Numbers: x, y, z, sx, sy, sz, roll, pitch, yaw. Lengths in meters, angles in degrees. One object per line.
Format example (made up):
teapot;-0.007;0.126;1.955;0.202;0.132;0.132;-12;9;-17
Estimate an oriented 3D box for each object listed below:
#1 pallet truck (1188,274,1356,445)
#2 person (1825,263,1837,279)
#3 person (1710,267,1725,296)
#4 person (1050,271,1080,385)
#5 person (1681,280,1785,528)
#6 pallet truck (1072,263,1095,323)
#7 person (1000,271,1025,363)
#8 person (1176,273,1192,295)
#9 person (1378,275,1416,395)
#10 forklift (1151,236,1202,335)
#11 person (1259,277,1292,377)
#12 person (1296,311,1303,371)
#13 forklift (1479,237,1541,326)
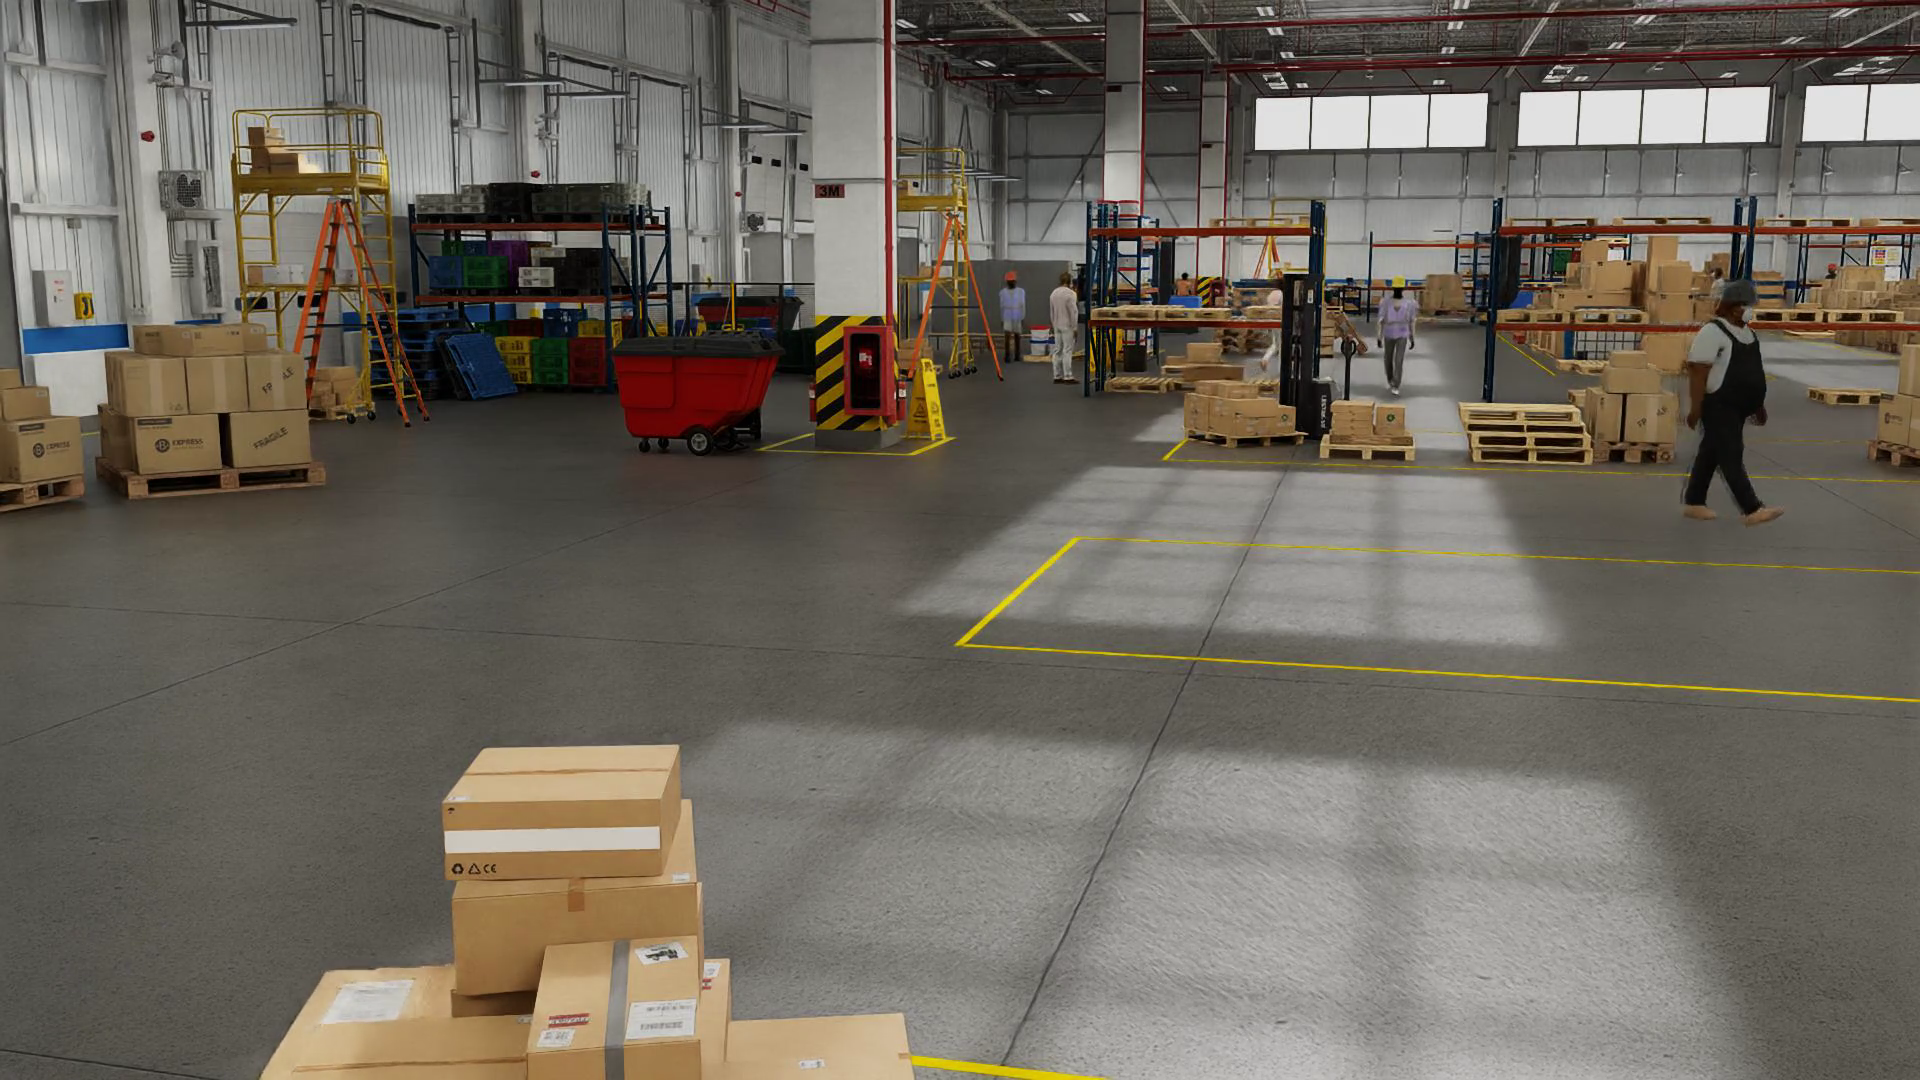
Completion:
pallet truck;3.653;-2.138;19.590;1.885;1.965;0.823;-4;10;-20
person;27.655;-7.786;52.848;0.381;1.994;0.621;-3;10;-15
person;18.987;-5.875;41.763;0.370;1.940;0.630;4;10;20
person;1.802;-3.631;28.552;0.372;1.940;0.630;-7;12;-38
person;6.335;-1.126;13.501;0.707;2.000;0.989;-7;12;-36
pallet truck;4.325;-8.180;55.162;0.823;1.965;1.885;6;11;31
person;1.097;-4.658;34.726;0.540;1.903;0.964;1;10;7
person;7.760;-8.450;57.792;0.546;1.650;0.844;3;10;18
person;6.999;-3.293;26.666;0.591;1.906;0.659;3;10;19
forklift;5.866;-7.214;46.878;1.873;2.768;1.129;2;10;14
person;5.838;-3.894;30.435;0.523;1.826;0.642;-5;11;-26
person;6.628;-4.099;31.912;0.323;1.736;0.488;6;11;30
forklift;17.401;-8.129;52.267;1.873;2.768;1.129;2;10;14
